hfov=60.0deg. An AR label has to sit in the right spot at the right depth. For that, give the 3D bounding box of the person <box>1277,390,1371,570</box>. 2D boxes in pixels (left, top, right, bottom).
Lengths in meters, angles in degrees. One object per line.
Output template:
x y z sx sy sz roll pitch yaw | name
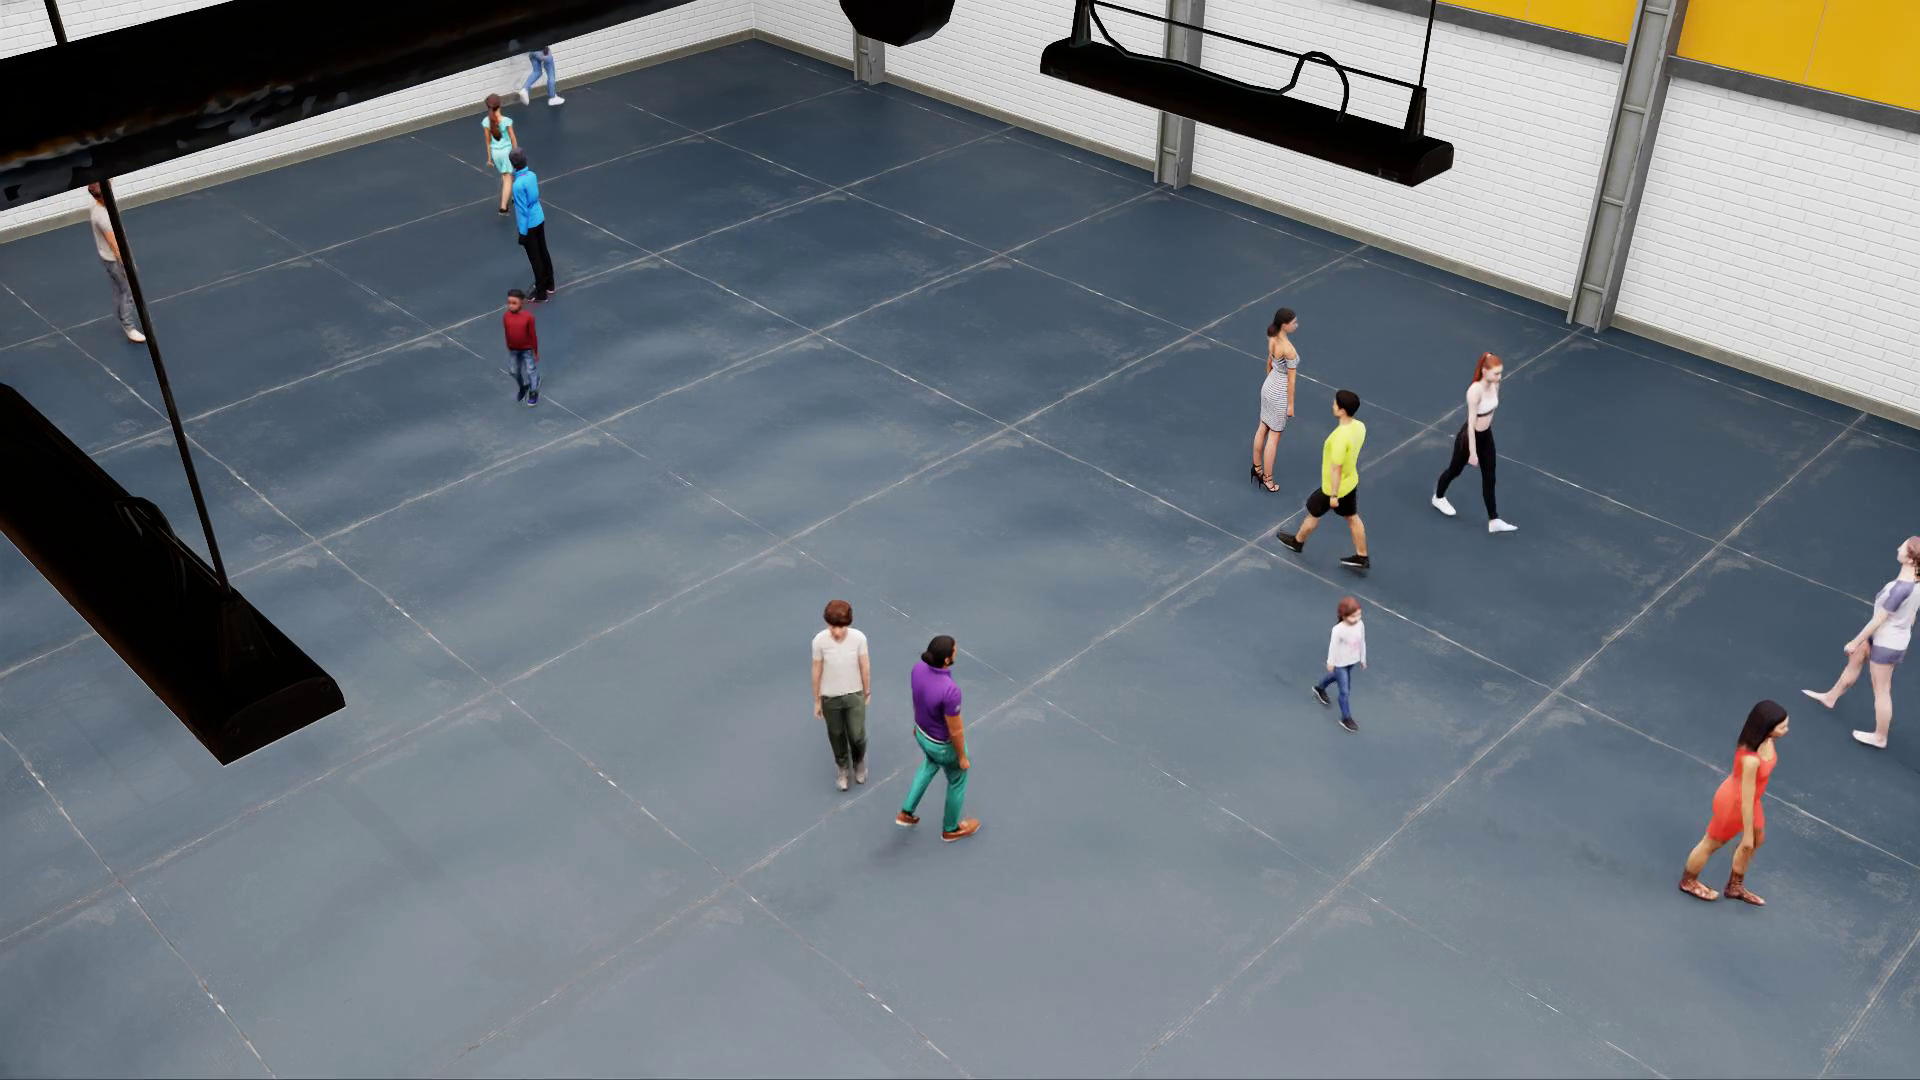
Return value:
3.330 -0.474 14.275 1.129 1.666 0.712 24 41 32 | person

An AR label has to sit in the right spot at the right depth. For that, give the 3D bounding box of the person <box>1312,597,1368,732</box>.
2.915 0.880 12.762 0.557 1.084 0.820 -19 38 -27 | person

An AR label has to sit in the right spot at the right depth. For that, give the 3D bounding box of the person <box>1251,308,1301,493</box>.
2.913 -1.304 15.381 0.736 1.822 0.614 -10 35 -15 | person

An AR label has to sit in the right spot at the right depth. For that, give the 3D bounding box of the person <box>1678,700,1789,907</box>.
5.017 1.721 10.938 0.846 1.702 0.733 18 38 25 | person

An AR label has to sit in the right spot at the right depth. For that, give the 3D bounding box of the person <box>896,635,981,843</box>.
-0.160 1.384 11.406 0.803 1.747 0.762 -27 42 -34 | person

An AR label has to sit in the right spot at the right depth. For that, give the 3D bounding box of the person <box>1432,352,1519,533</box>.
4.517 -0.911 14.898 0.715 1.704 1.144 -23 40 -31 | person

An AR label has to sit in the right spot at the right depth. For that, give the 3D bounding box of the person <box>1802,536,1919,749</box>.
6.947 0.797 12.292 0.914 1.743 0.551 28 43 35 | person

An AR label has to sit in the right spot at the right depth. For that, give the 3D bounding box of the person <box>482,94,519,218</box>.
-5.760 -4.809 20.923 1.058 1.525 1.032 4 34 6 | person

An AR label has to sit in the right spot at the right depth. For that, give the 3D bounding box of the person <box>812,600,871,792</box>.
-0.847 1.065 11.978 0.705 1.644 0.765 0 34 0 | person

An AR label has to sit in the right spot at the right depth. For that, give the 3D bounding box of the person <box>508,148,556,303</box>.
-4.840 -3.578 18.822 0.721 1.800 0.701 7 34 10 | person

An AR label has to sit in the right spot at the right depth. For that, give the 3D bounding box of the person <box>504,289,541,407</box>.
-4.428 -1.989 16.932 0.580 1.248 0.655 5 34 7 | person

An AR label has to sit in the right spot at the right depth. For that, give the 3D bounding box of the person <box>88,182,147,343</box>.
-9.188 -3.065 18.004 0.944 1.851 0.600 -28 43 -35 | person
